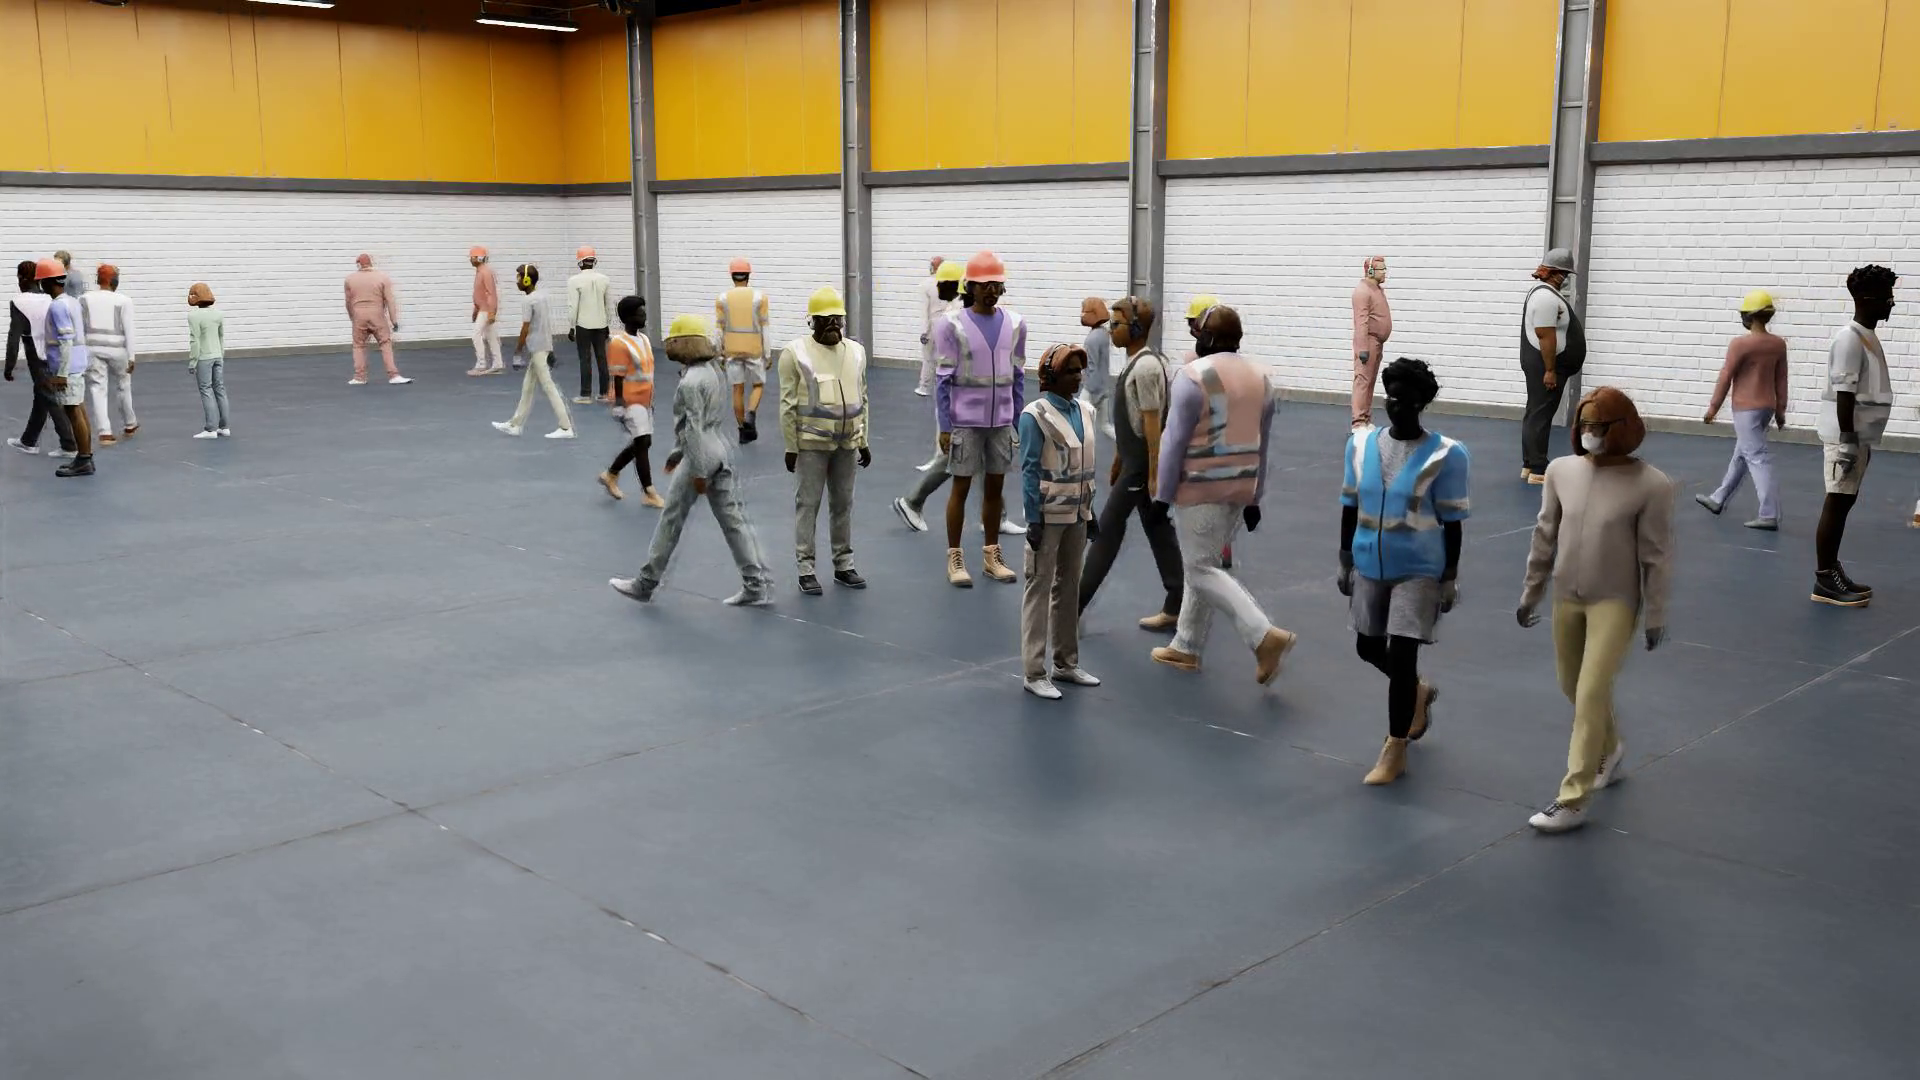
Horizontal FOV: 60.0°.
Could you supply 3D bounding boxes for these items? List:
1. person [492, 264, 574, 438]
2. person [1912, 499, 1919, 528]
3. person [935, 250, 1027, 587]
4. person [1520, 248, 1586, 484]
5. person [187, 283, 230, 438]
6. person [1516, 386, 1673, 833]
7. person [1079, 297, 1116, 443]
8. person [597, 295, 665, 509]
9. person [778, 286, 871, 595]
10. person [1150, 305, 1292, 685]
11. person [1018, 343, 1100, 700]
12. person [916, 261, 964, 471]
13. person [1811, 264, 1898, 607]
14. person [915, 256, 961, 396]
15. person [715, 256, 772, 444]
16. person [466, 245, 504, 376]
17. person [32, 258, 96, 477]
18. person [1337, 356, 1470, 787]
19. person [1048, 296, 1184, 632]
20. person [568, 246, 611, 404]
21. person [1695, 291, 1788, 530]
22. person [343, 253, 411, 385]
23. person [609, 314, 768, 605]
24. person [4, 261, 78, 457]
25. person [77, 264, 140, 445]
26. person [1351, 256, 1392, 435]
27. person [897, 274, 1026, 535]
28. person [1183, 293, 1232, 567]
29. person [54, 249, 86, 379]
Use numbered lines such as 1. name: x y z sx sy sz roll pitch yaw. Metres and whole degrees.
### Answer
1. person: -4.531 -1.968 17.492 0.960 1.813 0.540 1 10 3
2. person: 7.400 -0.993 12.071 0.891 1.844 0.604 0 10 1
3. person: 0.151 -0.734 10.140 0.610 2.042 0.396 -5 11 -25
4. person: 5.111 -1.506 14.358 0.536 2.000 0.677 2 11 11
5. person: -7.941 -1.886 17.536 0.272 1.632 0.507 2 11 13
6. person: 2.346 0.222 6.129 0.792 1.597 0.504 -8 13 -36
7. person: 1.227 -1.299 14.405 0.703 1.607 0.503 5 11 23
8. person: -2.587 -1.090 13.082 0.709 1.680 0.544 3 11 15
9. person: -0.791 -0.597 9.966 0.598 1.832 0.404 -7 13 -34
10. person: 1.268 -0.211 7.930 0.632 1.811 0.818 -9 14 -42
11. person: 0.462 -0.094 7.750 0.309 1.641 0.514 9 13 39
12. person: 0.003 -1.567 15.068 0.744 1.907 0.592 -1 10 -6
13. person: 5.197 -0.610 9.672 0.367 1.966 0.604 7 12 34
14. person: -0.265 -2.781 21.818 0.667 1.865 1.006 -6 12 -29
15. person: -2.208 -1.925 16.957 0.577 1.922 0.487 0 10 2
16. person: -7.335 -3.492 25.375 0.742 1.964 0.651 -5 11 -25
17. person: -7.956 -1.526 14.761 0.377 1.932 0.548 -3 11 -18
18. person: 1.786 0.101 6.625 0.538 1.680 0.649 10 15 44
19. person: 0.833 -0.389 8.892 0.942 1.802 0.543 1 10 5
20. person: -4.721 -2.736 21.186 0.382 1.995 0.612 10 14 43
21. person: 5.772 -0.965 12.280 0.531 1.723 0.903 -5 12 -25
22. person: -8.356 -3.160 23.858 0.873 1.877 0.393 -2 11 -9
23. person: -1.538 -0.444 9.546 0.924 1.682 0.479 2 11 10
24. person: -8.935 -1.725 15.981 0.938 1.876 0.624 2 11 12
25. person: -8.767 -1.923 17.188 0.565 1.825 0.995 -2 11 -10
26. person: 4.407 -2.071 17.802 0.407 1.910 0.640 5 12 27
27. person: 0.011 -0.974 11.856 0.907 1.895 0.586 5 11 24
28. person: 1.548 -0.674 10.570 0.326 1.767 0.533 9 14 40
29. person: -13.028 -3.328 24.618 0.646 1.926 0.612 9 14 42
